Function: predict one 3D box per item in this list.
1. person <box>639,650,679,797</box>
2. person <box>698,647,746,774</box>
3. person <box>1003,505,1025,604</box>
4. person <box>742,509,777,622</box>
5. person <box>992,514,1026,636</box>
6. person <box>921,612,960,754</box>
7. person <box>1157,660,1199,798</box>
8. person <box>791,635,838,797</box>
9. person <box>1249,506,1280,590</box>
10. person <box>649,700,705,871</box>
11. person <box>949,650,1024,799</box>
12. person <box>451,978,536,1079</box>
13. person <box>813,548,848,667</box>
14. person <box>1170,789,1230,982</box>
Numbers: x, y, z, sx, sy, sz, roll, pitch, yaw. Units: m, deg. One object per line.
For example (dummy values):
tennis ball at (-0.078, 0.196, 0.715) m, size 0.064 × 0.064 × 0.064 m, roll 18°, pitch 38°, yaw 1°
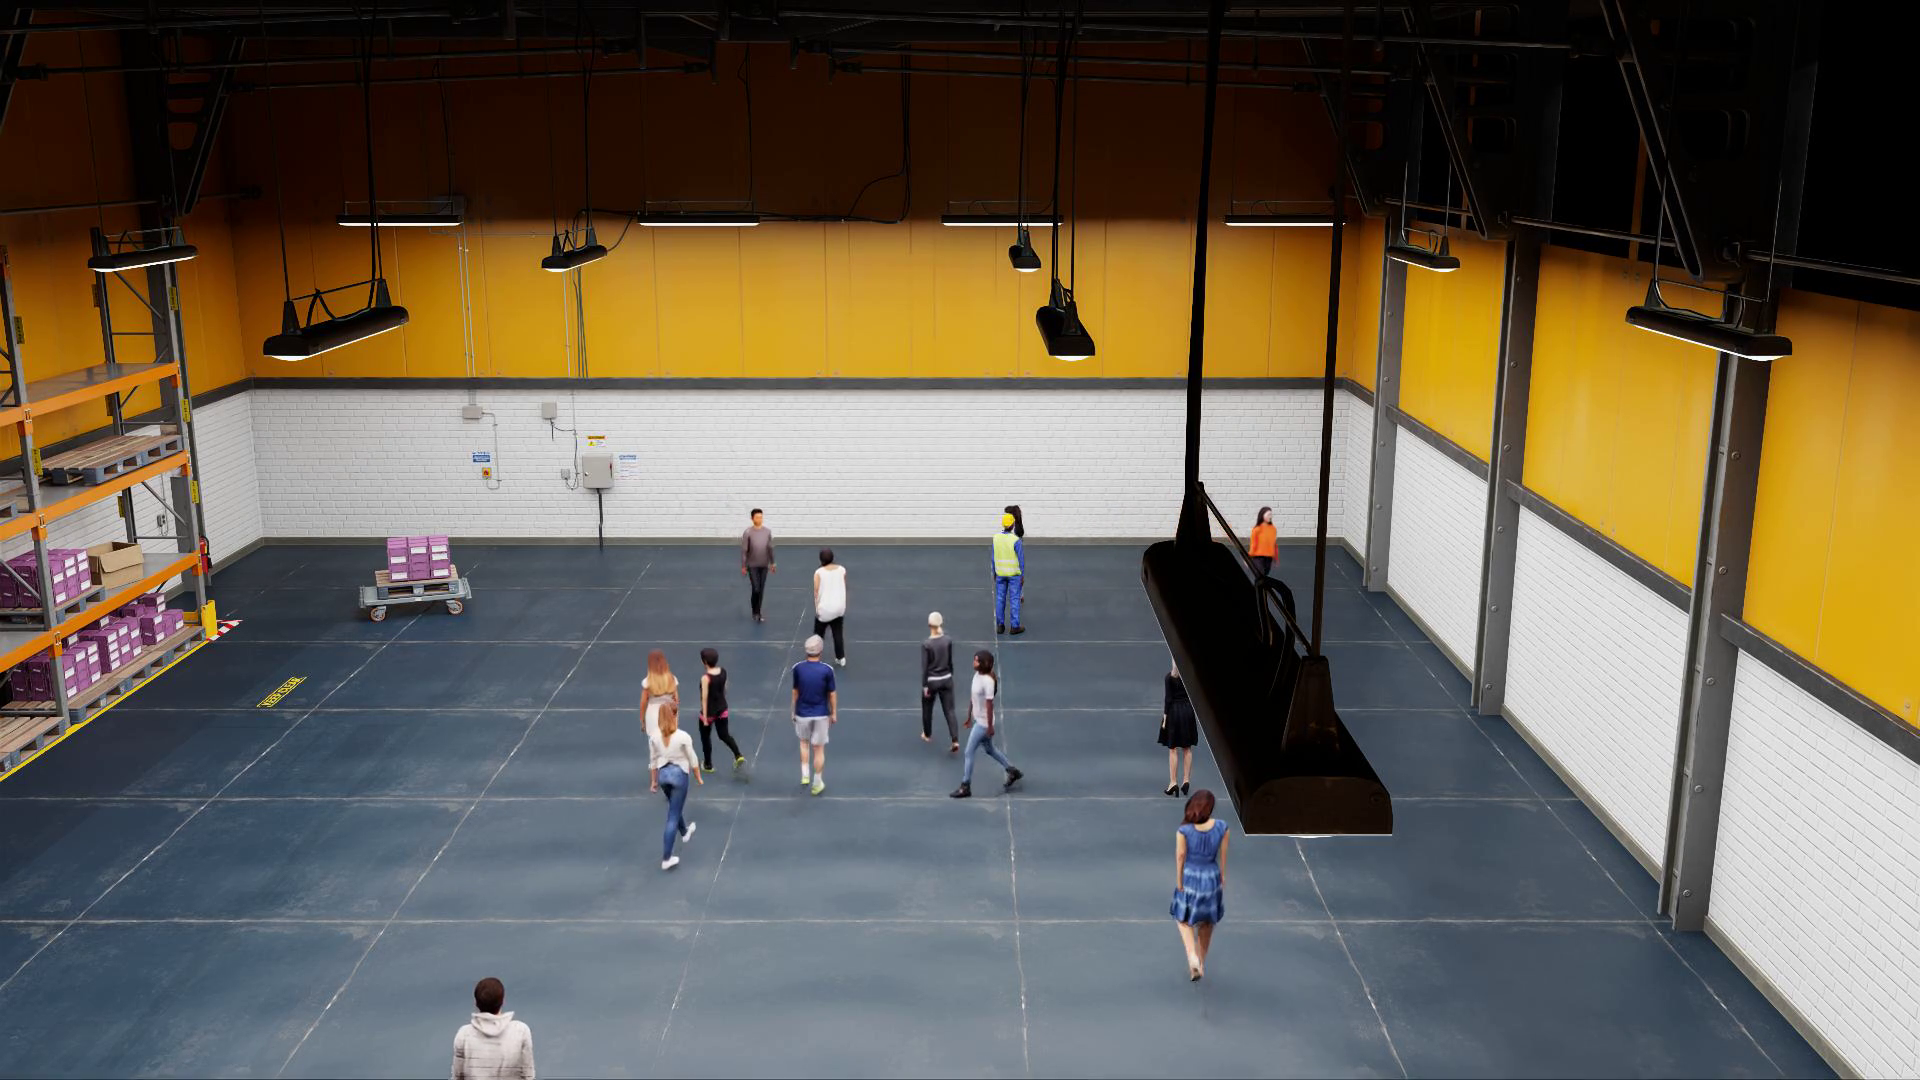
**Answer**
person at (-3.325, 2.090, 18.590) m, size 0.969 × 1.643 × 1.190 m, roll -8°, pitch 16°, yaw -30°
person at (-2.784, 1.995, 19.224) m, size 0.950 × 1.531 × 0.932 m, roll 11°, pitch 17°, yaw 38°
person at (0.907, 0.234, 26.339) m, size 0.683 × 1.605 × 0.565 m, roll 1°, pitch 14°, yaw 5°
person at (-3.123, 0.370, 25.445) m, size 0.776 × 1.761 × 0.770 m, roll -1°, pitch 14°, yaw -4°
person at (0.713, 0.500, 24.796) m, size 0.739 × 1.814 × 0.715 m, roll 5°, pitch 15°, yaw 21°
person at (-0.222, 1.728, 19.982) m, size 0.837 × 1.693 × 1.169 m, roll -5°, pitch 14°, yaw -18°
person at (2.463, 2.020, 18.660) m, size 0.684 × 1.746 × 0.683 m, roll -5°, pitch 15°, yaw -21°
person at (-1.665, 1.985, 18.646) m, size 0.671 × 1.822 × 0.616 m, roll 1°, pitch 14°, yaw 4°
person at (4.613, 0.322, 25.711) m, size 0.816 × 1.730 × 0.889 m, roll -8°, pitch 16°, yaw -29°
person at (-2.939, 2.500, 16.813) m, size 0.888 × 1.682 × 1.159 m, roll 6°, pitch 15°, yaw 22°
person at (0.337, 2.056, 18.641) m, size 0.833 × 1.685 × 1.115 m, roll -3°, pitch 14°, yaw -13°
person at (-3.068, 3.831, 11.020) m, size 0.947 × 1.822 × 1.156 m, roll -6°, pitch 15°, yaw -24°
person at (-1.799, 0.960, 23.247) m, size 0.982 × 1.647 × 1.176 m, roll -7°, pitch 15°, yaw -27°
person at (2.093, 3.039, 14.362) m, size 0.685 × 1.790 × 0.833 m, roll -2°, pitch 14°, yaw -7°
